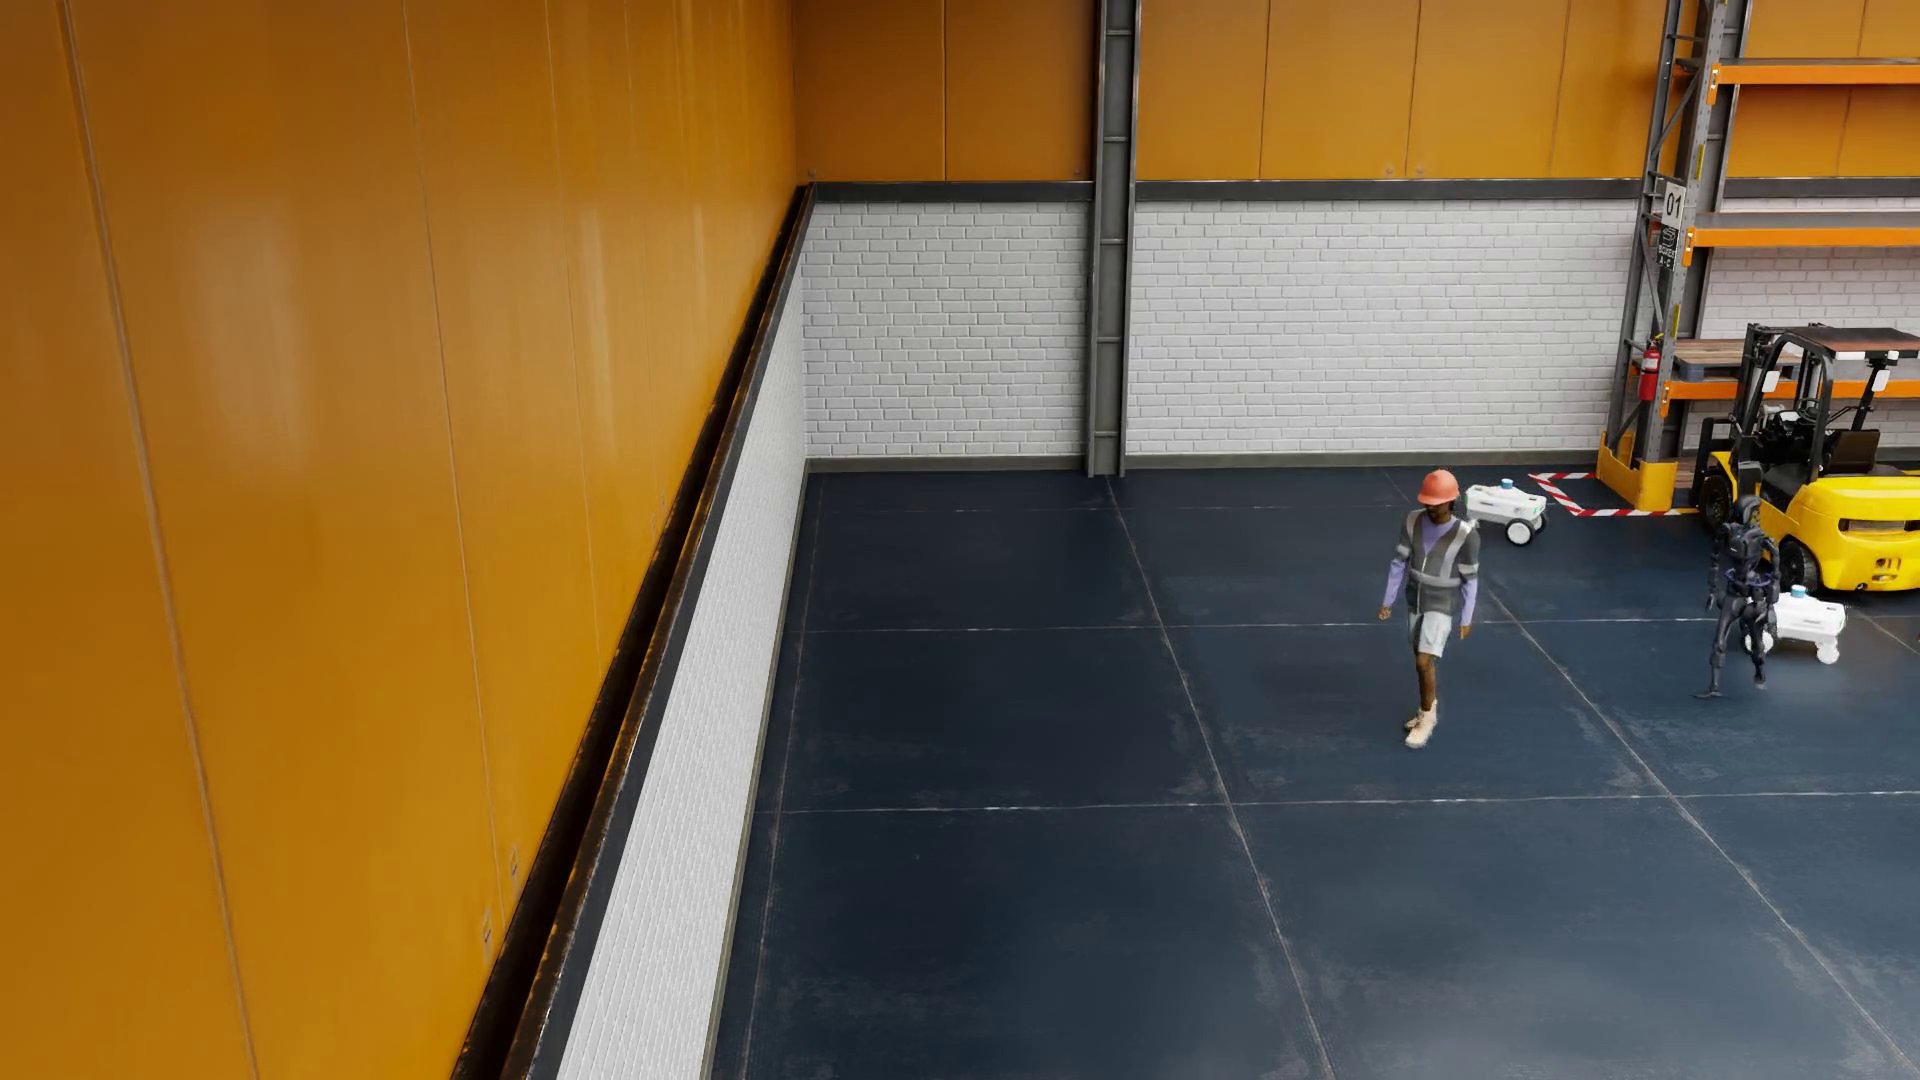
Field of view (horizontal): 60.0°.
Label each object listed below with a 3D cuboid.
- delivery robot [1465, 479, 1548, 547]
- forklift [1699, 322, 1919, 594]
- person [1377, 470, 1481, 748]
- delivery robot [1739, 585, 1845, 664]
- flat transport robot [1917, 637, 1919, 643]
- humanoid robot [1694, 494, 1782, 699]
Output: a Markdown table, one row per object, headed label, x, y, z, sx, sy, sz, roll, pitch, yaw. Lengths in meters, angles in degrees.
| label | x | y | z | sx | sy | sz | roll | pitch | yaw |
| --- | --- | --- | --- | --- | --- | --- | --- | --- | --- |
| delivery robot | 5.228 | -0.272 | 15.893 | 0.777 | 0.606 | 0.515 | 13 | 24 | 32 |
| forklift | 7.809 | -0.792 | 14.926 | 1.214 | 2.155 | 2.313 | -1 | 20 | -2 |
| person | 3.261 | 0.473 | 11.736 | 0.689 | 2.018 | 0.631 | -14 | 25 | -34 |
| delivery robot | 6.661 | 0.663 | 13.371 | 0.808 | 0.614 | 0.499 | 8 | 22 | 22 |
| flat transport robot | 8.499 | 0.867 | 13.201 | 1.431 | 0.231 | 0.659 | -1 | 20 | -3 |
| humanoid robot | 5.905 | 0.427 | 12.475 | 0.722 | 1.640 | 0.613 | -11 | 23 | -28 |
